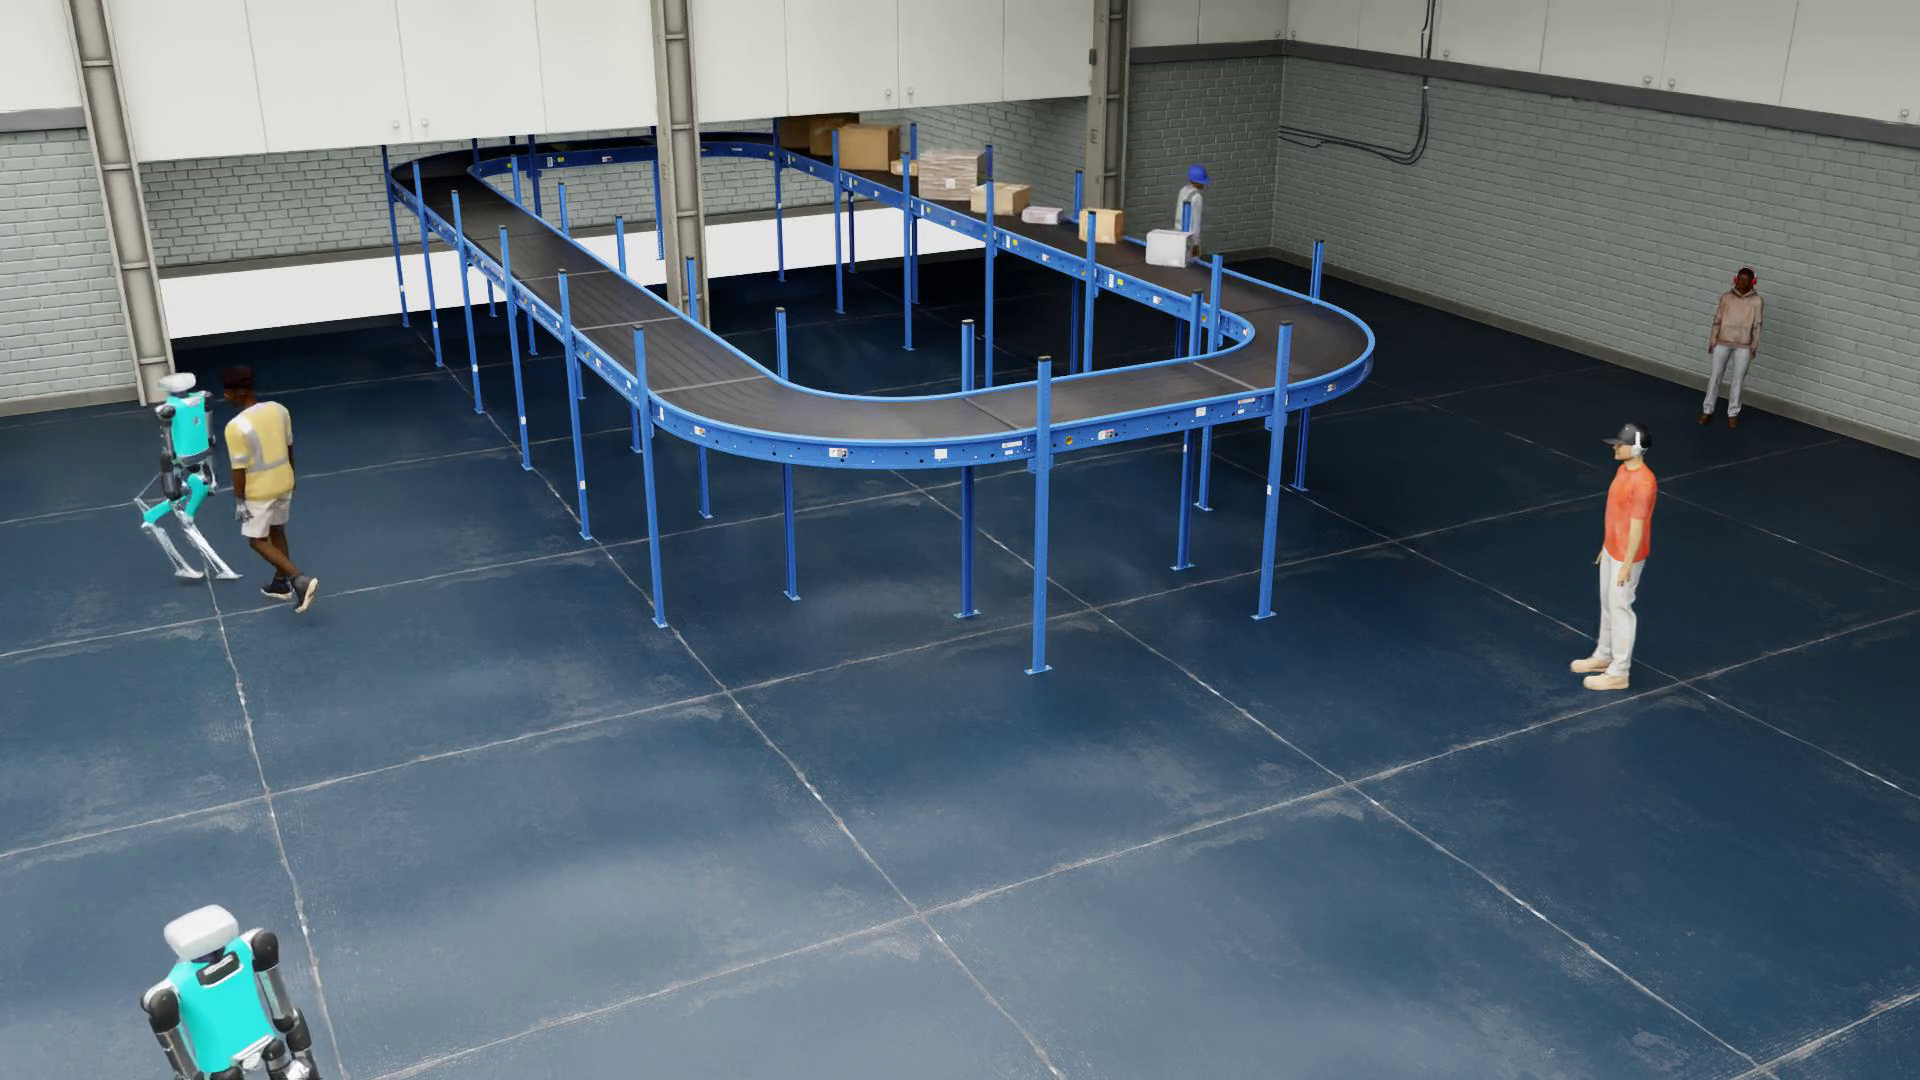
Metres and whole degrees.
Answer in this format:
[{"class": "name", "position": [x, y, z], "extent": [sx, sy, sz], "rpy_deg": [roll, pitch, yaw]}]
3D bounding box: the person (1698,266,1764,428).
[{"class": "person", "position": [7.858, -1.970, 16.896], "extent": [0.468, 1.651, 0.332], "rpy_deg": [11, 25, 26]}]

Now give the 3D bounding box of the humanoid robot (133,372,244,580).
[{"class": "humanoid robot", "position": [-6.178, -0.461, 13.055], "extent": [0.745, 1.780, 0.531], "rpy_deg": [7, 23, 17]}]

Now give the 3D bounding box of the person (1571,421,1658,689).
[{"class": "person", "position": [4.520, 0.100, 11.461], "extent": [0.412, 1.907, 0.477], "rpy_deg": [1, 22, 3]}]

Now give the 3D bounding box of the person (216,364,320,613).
[{"class": "person", "position": [-5.198, -0.395, 12.633], "extent": [0.757, 1.945, 0.673], "rpy_deg": [9, 24, 21]}]

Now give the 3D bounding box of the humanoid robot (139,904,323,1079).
[{"class": "humanoid robot", "position": [-2.549, 2.265, 6.346], "extent": [1.025, 1.709, 0.549], "rpy_deg": [14, 26, 31]}]

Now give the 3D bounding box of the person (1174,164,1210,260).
[{"class": "person", "position": [2.868, -3.847, 21.209], "extent": [0.783, 1.909, 0.677], "rpy_deg": [-6, 23, -14]}]
